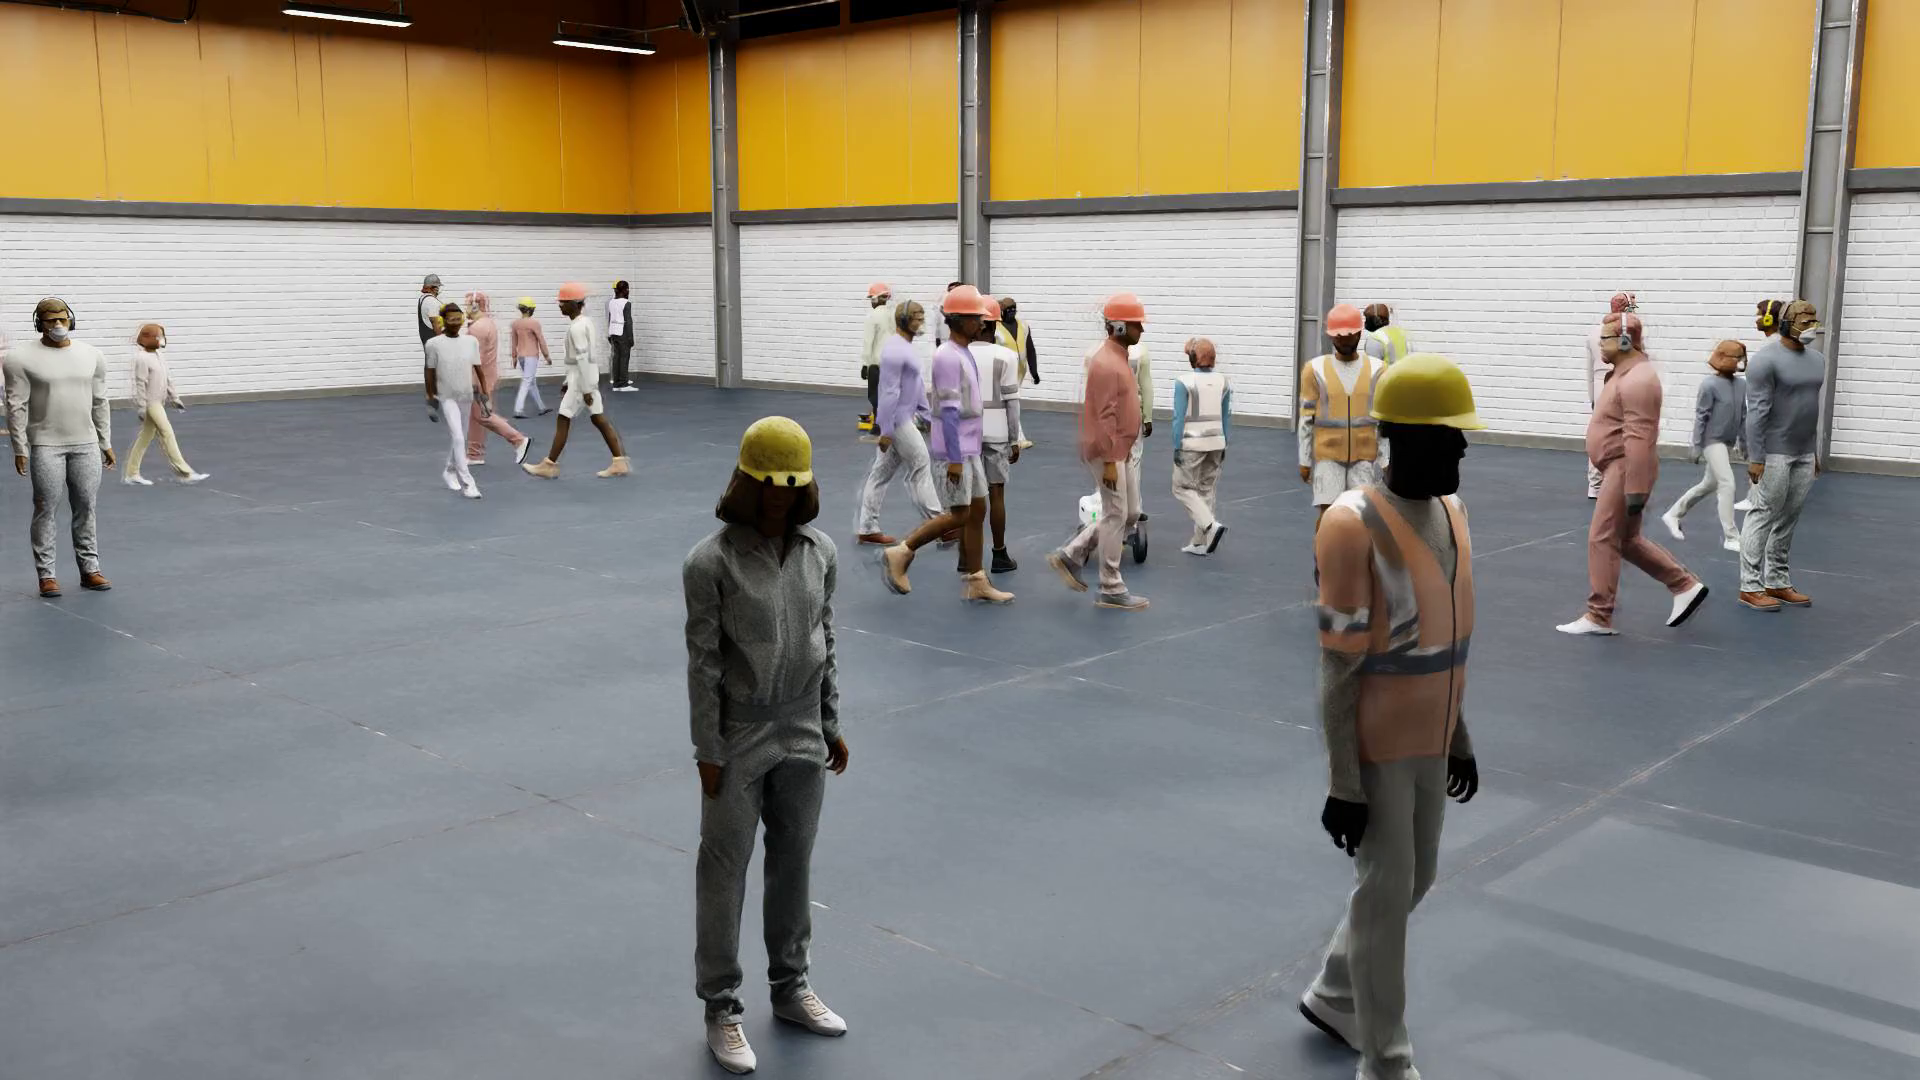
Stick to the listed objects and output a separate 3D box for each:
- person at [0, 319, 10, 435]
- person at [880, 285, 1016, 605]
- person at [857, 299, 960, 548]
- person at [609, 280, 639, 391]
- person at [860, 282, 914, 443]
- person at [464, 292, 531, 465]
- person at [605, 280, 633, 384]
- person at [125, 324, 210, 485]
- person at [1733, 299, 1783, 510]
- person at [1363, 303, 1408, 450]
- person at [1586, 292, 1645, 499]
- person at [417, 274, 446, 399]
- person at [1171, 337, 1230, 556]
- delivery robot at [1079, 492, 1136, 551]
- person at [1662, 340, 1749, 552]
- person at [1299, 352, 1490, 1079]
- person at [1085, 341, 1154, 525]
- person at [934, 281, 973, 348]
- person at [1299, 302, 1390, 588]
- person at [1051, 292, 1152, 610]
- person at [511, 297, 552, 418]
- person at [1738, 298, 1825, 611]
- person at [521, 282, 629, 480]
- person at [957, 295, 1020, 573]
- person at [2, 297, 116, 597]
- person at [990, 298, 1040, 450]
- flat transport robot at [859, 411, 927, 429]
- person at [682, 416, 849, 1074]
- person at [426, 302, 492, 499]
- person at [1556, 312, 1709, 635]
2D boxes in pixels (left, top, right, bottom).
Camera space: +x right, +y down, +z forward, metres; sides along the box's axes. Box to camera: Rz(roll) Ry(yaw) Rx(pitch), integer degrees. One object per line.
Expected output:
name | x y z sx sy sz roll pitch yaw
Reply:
person | -12.368 -2.196 21.020 0.657 1.792 0.941 9 13 43
person | -0.062 -0.585 10.455 0.768 2.028 0.618 2 10 14
person | -0.326 -0.868 12.621 1.014 1.884 0.635 0 9 1
person | -5.882 -3.539 28.885 0.371 1.916 0.597 -9 13 -44
person | -0.887 -2.133 20.125 0.757 1.963 0.620 6 11 32
person | -5.069 -1.721 17.867 0.798 1.888 0.648 -1 9 -9
person | -6.277 -3.829 30.682 0.582 1.919 0.392 6 11 31
person | -7.819 -1.315 16.249 0.845 1.587 0.517 -1 9 -7
person | 7.048 -1.159 14.470 0.506 1.860 0.539 9 13 42
person | 4.174 -1.405 16.224 0.986 1.788 0.661 7 11 36
person | 6.000 -1.294 15.150 0.406 1.911 0.639 -4 10 -22
person | -8.454 -3.273 26.882 0.537 2.000 0.679 -6 11 -34
person | 1.792 -0.661 12.141 0.520 1.627 0.500 -5 11 -29
delivery robot | 1.078 -0.181 12.178 0.477 0.478 0.707 -1 9 -3
person | 5.753 -0.739 12.712 0.511 1.598 0.826 -6 11 -32
person | 1.124 0.491 4.254 0.503 1.948 0.612 9 13 44
person | 1.331 -1.038 13.810 0.588 1.835 0.403 4 10 24
person | -0.050 -2.286 21.050 0.603 1.967 0.366 8 12 40
person | 2.439 -0.542 10.541 0.568 1.918 0.532 1 9 3
person | 0.901 -0.548 10.356 0.564 1.977 0.626 3 10 16
person | -6.133 -2.605 23.775 0.533 1.721 0.876 6 11 34
person | 5.138 -0.530 10.369 0.637 1.938 0.357 -5 11 -28
person | -3.860 -1.586 16.724 1.063 1.990 0.615 0 9 -1
person | 0.162 -0.731 11.612 0.545 1.938 0.358 3 10 18
person | -5.851 -0.608 10.850 0.354 1.937 0.635 8 12 41
person | 0.579 -1.983 19.782 0.618 1.787 1.026 -7 11 -35
flat transport robot | -0.618 -1.603 22.052 1.431 0.197 0.652 0 9 -2
person | -0.502 0.534 4.471 0.483 1.737 0.311 -8 12 -41
person | -4.744 -1.327 15.654 0.538 1.824 1.002 -7 12 -38
person | 3.920 -0.368 9.583 0.749 1.880 0.683 3 10 17
